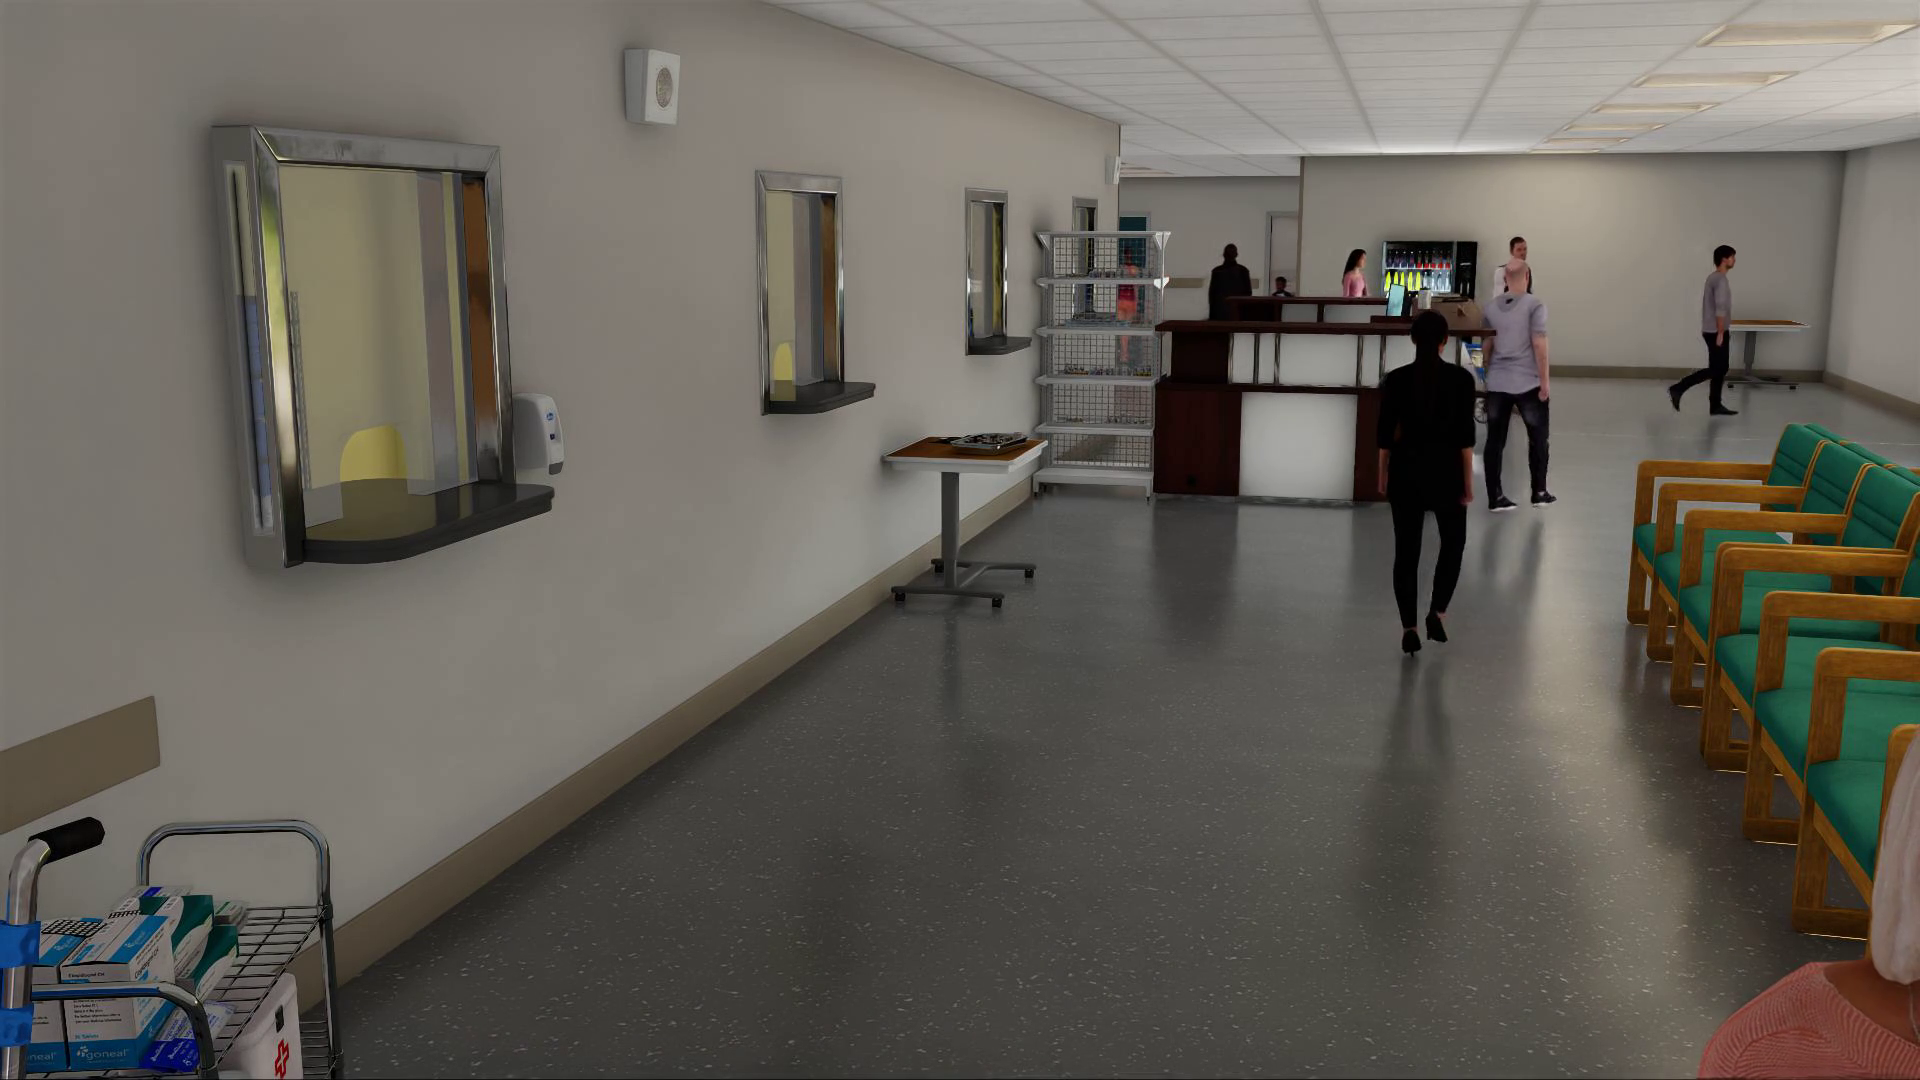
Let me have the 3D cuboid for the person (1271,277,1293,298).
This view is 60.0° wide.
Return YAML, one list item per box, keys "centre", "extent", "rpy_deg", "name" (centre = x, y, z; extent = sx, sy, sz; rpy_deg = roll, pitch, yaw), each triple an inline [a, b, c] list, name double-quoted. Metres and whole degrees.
- centre: [4.966, -3.428, 25.690]
  extent: [0.665, 1.262, 0.598]
  rpy_deg: [4, 11, 20]
  name: "person"

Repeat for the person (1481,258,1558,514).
- centre: [3.904, -1.084, 11.889]
  extent: [1.030, 1.802, 0.988]
  rpy_deg: [-9, 14, -41]
  name: "person"

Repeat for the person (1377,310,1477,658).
- centre: [2.190, -0.243, 7.875]
  extent: [0.589, 1.647, 0.731]
  rpy_deg: [5, 12, 25]
  name: "person"

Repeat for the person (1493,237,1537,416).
- centre: [5.922, -2.316, 18.055]
  extent: [0.879, 1.925, 0.954]
  rpy_deg: [-6, 12, -29]
  name: "person"

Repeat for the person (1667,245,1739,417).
- centre: [7.996, -2.216, 17.798]
  extent: [0.956, 1.823, 0.655]
  rpy_deg: [3, 11, 14]
  name: "person"

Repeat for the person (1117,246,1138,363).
- centre: [2.450, -3.505, 24.889]
  extent: [1.067, 1.713, 0.961]
  rpy_deg: [-3, 11, -14]
  name: "person"

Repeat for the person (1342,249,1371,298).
- centre: [5.236, -3.053, 22.503]
  extent: [1.070, 1.713, 0.860]
  rpy_deg: [10, 15, 44]
  name: "person"

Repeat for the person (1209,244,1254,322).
- centre: [3.429, -2.847, 21.148]
  extent: [0.591, 1.813, 0.762]
  rpy_deg: [3, 11, 16]
  name: "person"
